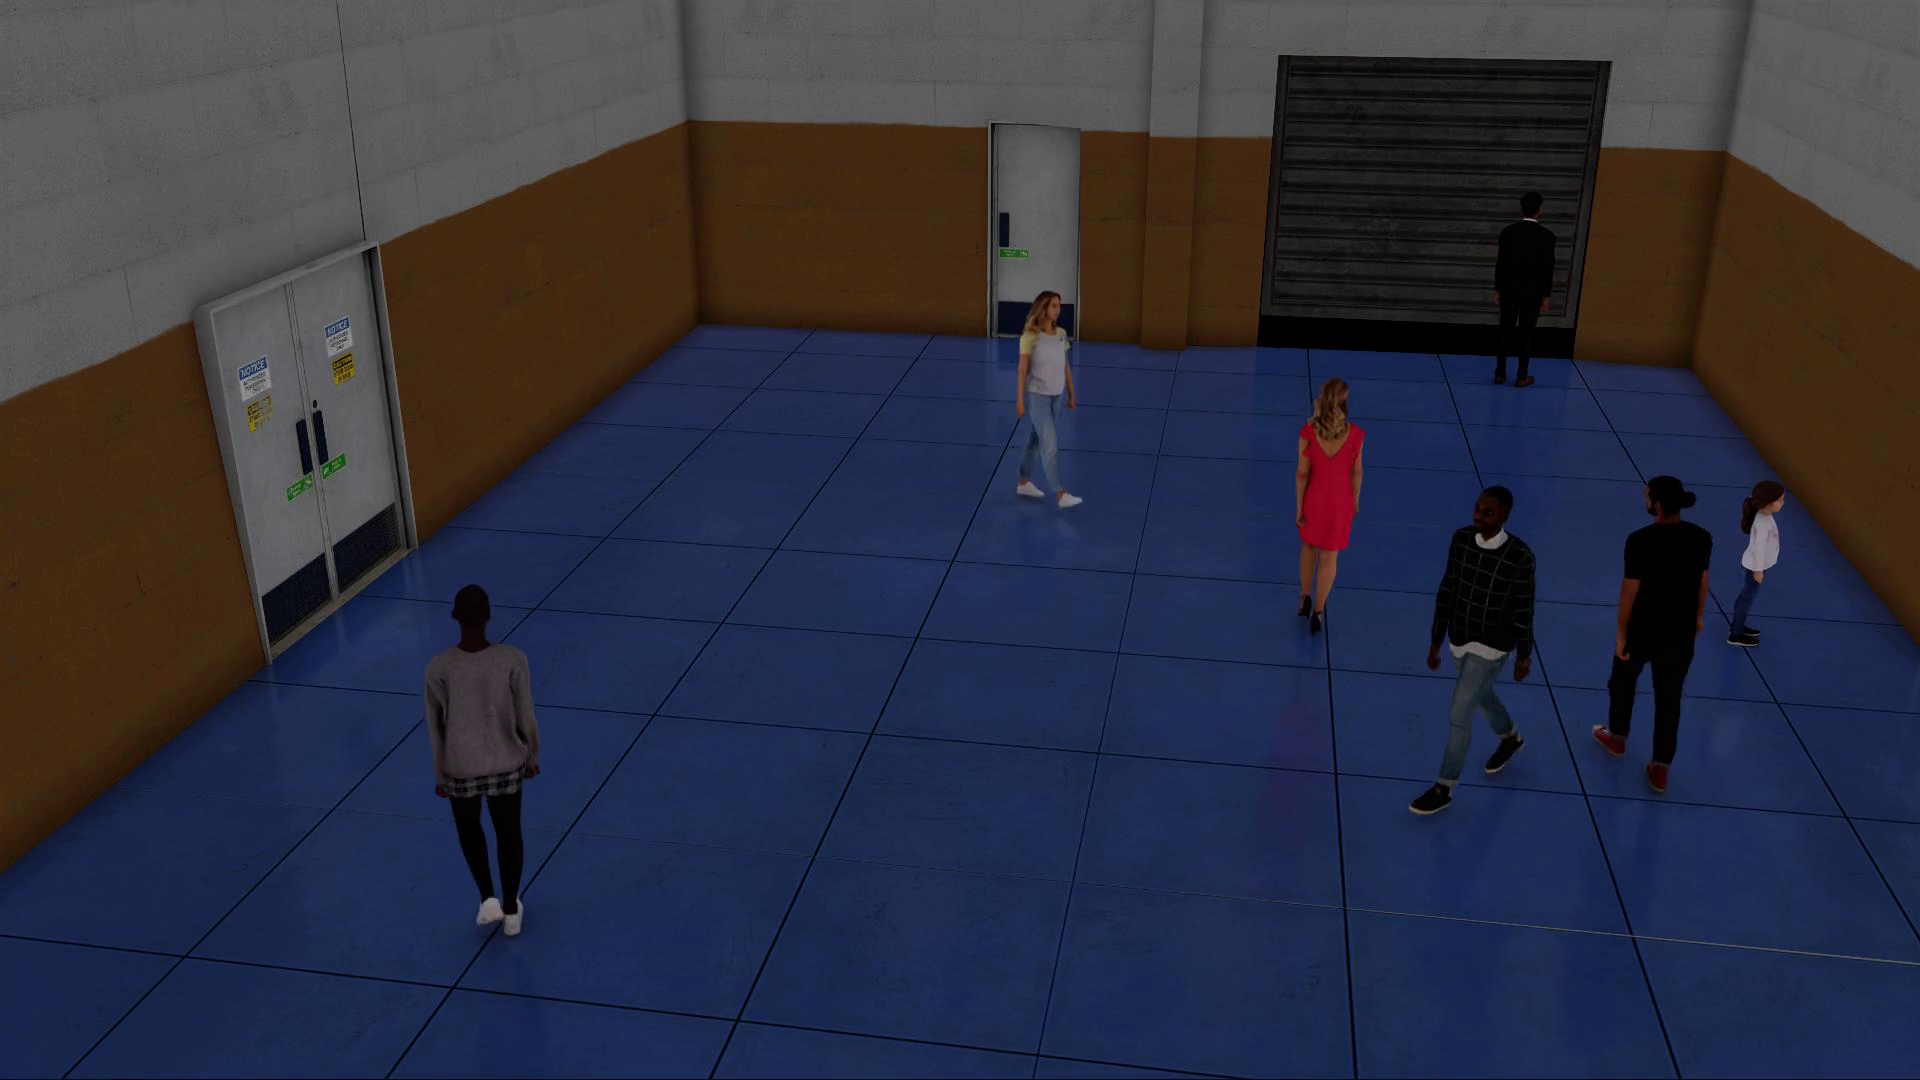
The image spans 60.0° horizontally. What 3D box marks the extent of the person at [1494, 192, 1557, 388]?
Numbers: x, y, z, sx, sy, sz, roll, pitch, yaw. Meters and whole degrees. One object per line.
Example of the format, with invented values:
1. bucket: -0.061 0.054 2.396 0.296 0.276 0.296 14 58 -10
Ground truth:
1. person: 5.407 -2.409 16.023 0.644 1.884 0.827 13 25 30

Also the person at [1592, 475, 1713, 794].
1. person: 3.755 0.536 8.907 0.853 1.724 0.831 3 22 7

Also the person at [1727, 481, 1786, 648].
1. person: 5.129 0.135 10.727 0.541 1.110 0.497 12 25 27

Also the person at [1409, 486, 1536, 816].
1. person: 2.825 0.540 8.825 1.257 1.778 1.172 -15 26 -33

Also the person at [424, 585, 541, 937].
1. person: -2.154 1.059 7.551 0.742 1.763 0.824 -7 23 -16

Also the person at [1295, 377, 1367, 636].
1. person: 2.360 -0.188 10.721 0.586 1.715 0.662 7 23 16

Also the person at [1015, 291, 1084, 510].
1. person: 0.602 -1.111 13.025 0.955 1.695 1.080 -20 29 -40
